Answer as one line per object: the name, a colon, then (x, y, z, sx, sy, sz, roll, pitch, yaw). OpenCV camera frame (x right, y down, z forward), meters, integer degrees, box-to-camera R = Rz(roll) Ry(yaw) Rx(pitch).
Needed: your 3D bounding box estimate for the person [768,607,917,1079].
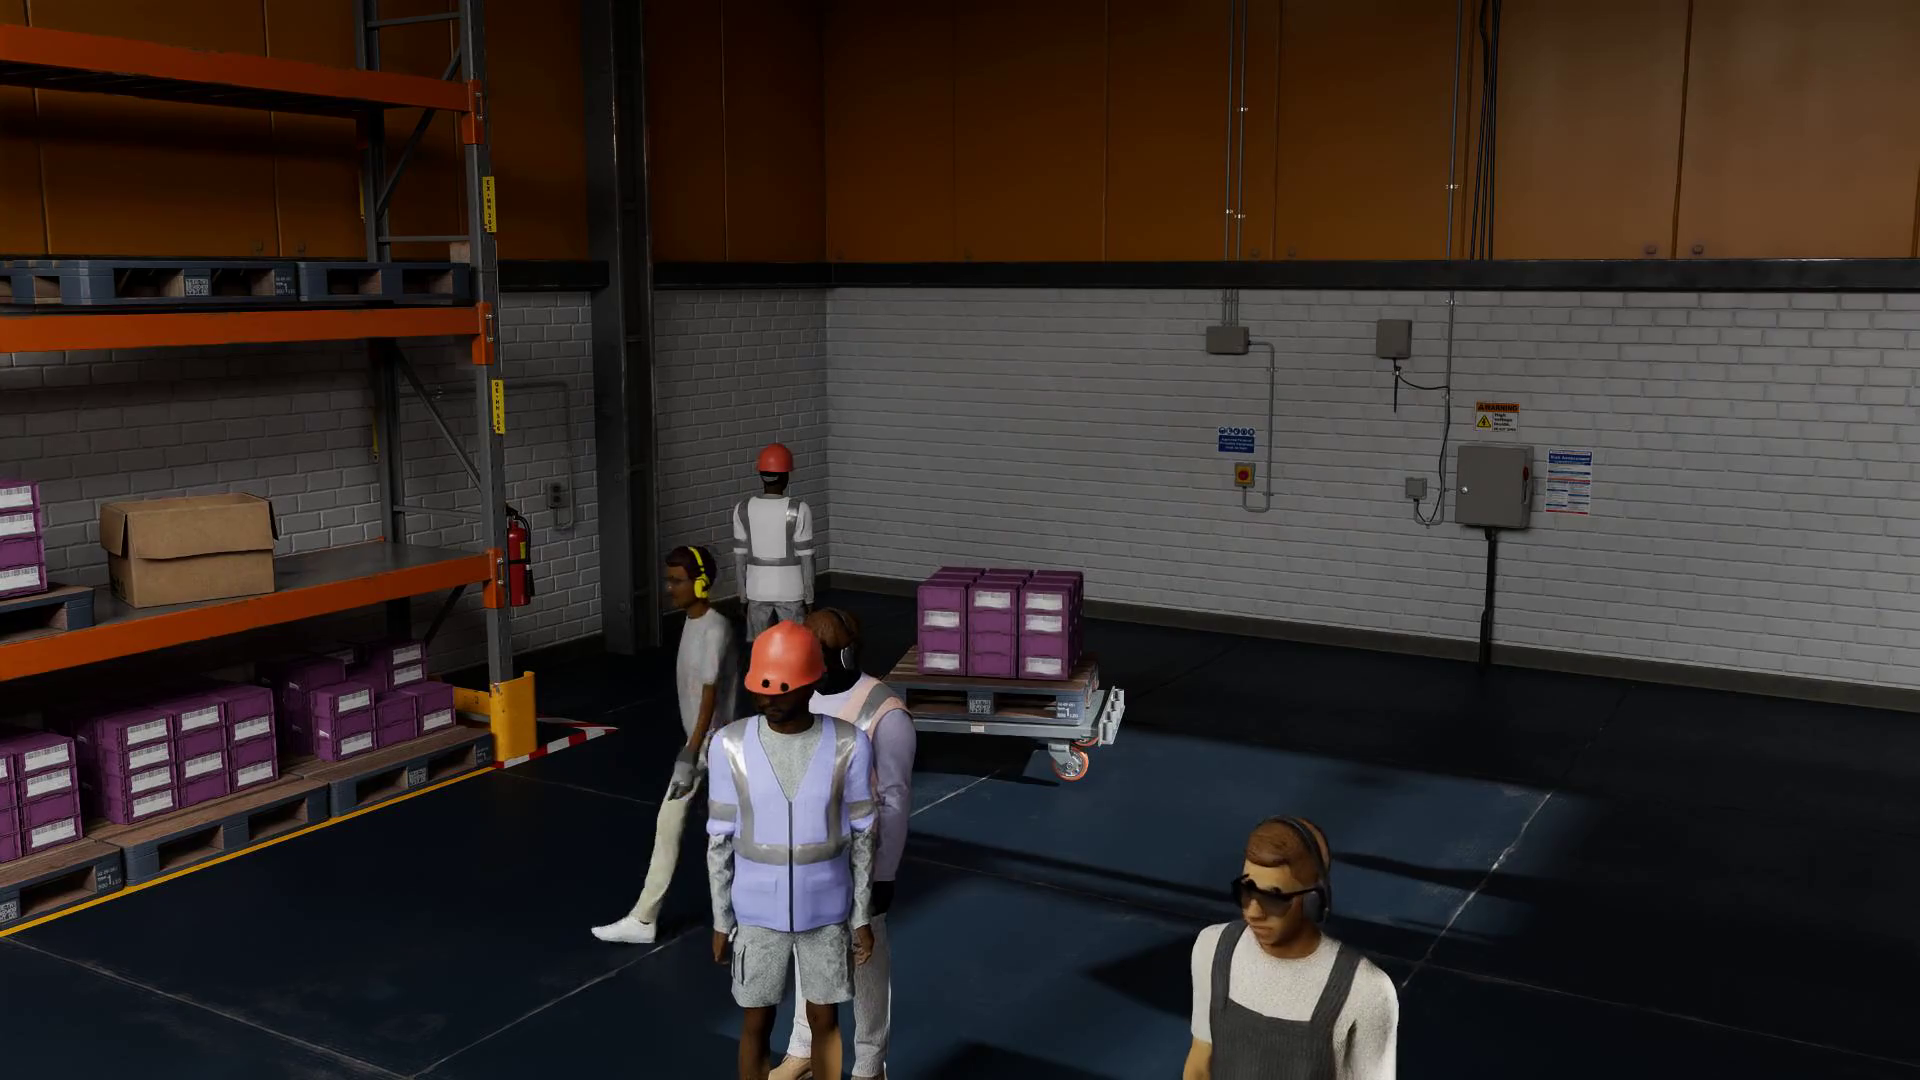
person: (-0.466, 1.152, 6.054, 0.627, 1.844, 0.429, 6, 11, 35)

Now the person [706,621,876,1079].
person: (-0.545, 1.206, 5.424, 0.549, 1.932, 0.375, -1, 9, -5)

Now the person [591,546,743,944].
person: (-1.212, 0.943, 7.405, 0.942, 1.831, 0.537, -5, 10, -28)

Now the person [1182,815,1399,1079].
person: (0.729, 1.509, 3.812, 0.514, 1.842, 0.328, 7, 11, 36)

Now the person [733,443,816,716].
person: (-1.192, 0.339, 10.828, 0.545, 1.938, 0.361, 2, 9, 11)
